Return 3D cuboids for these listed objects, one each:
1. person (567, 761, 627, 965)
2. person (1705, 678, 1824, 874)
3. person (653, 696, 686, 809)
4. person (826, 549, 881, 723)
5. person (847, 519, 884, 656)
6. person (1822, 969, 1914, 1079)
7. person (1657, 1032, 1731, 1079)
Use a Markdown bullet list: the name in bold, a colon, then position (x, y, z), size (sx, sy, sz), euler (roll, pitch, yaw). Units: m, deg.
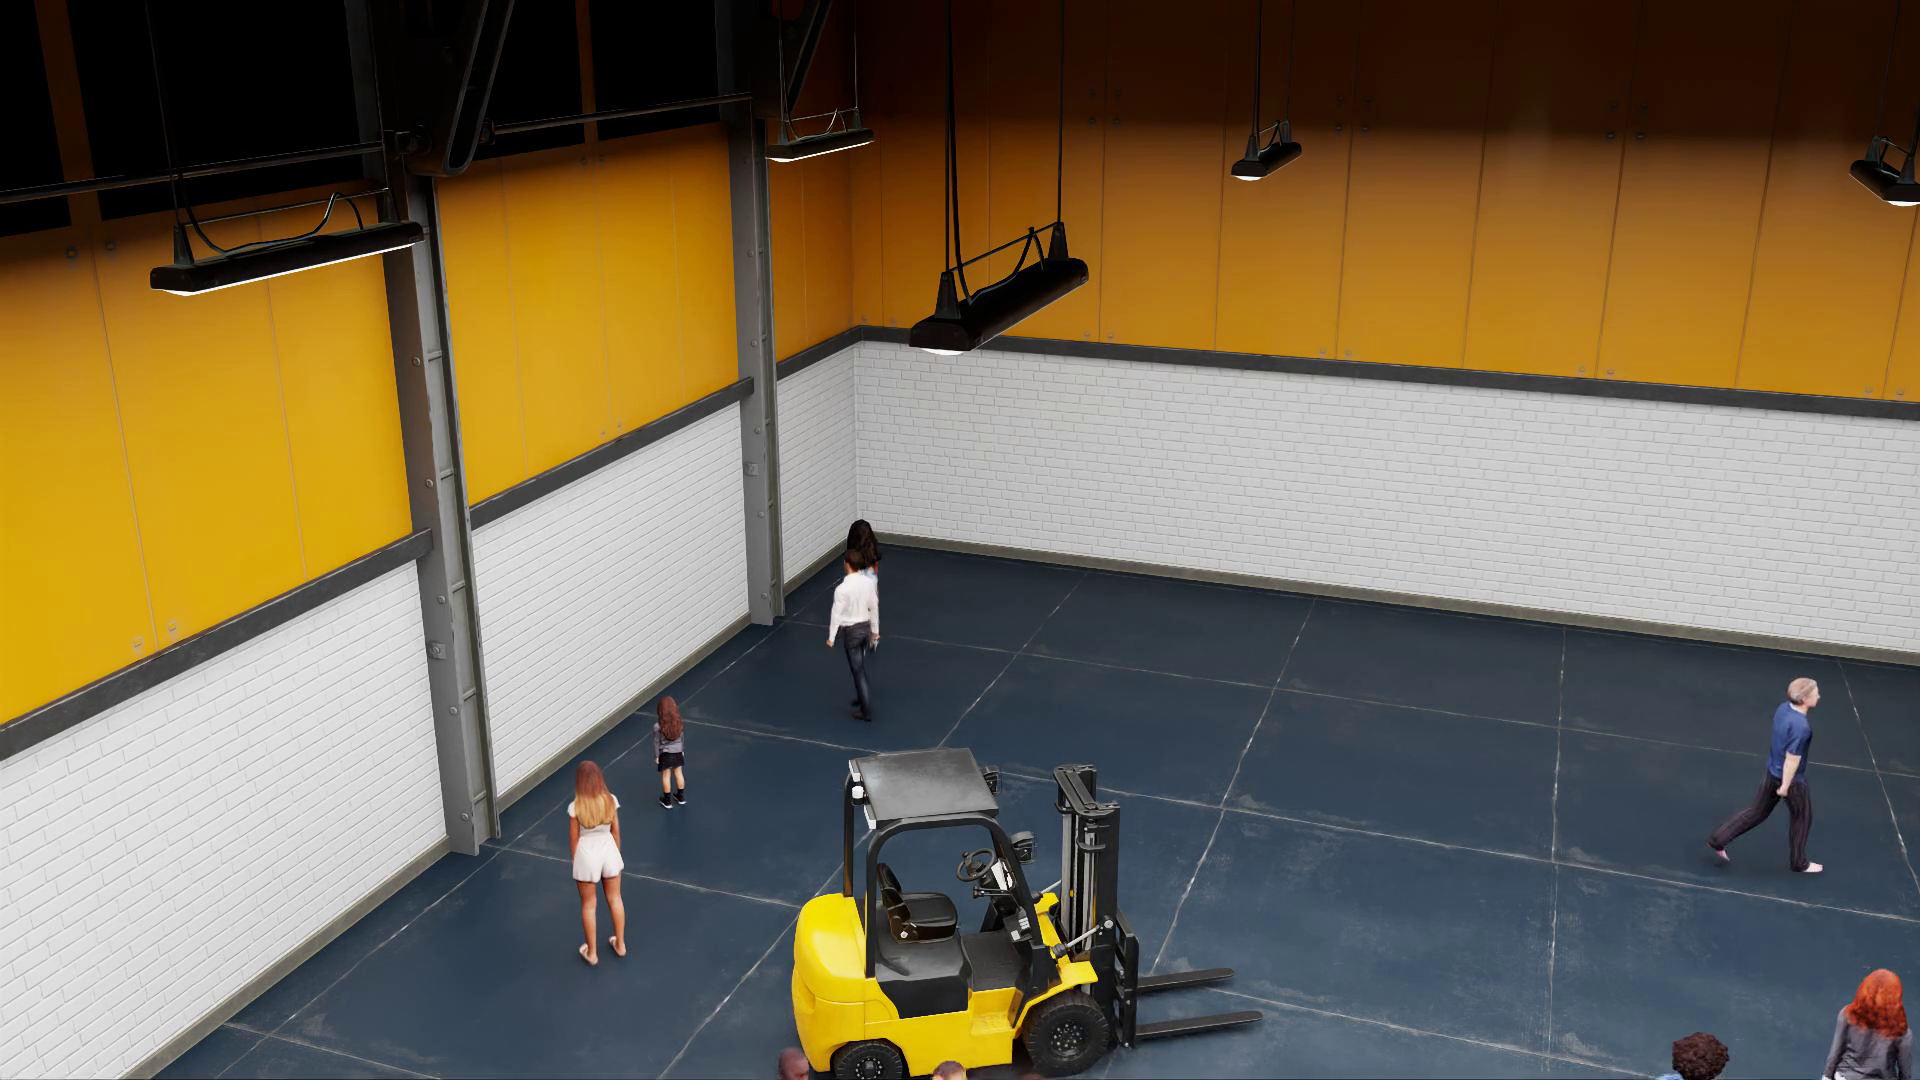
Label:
- **person**: position (-2.884, 2.544, 13.208), size (0.666, 1.692, 0.731), euler (-9, 21, -26)
- **person**: position (7.062, 2.058, 14.446), size (0.989, 1.824, 1.223), euler (0, 19, 1)
- **person**: position (-2.751, 1.994, 15.758), size (0.499, 1.107, 0.590), euler (-15, 23, -37)
- **person**: position (-1.018, 1.025, 17.464), size (0.857, 1.854, 0.759), euler (16, 24, 38)
- **person**: position (-1.110, 0.541, 19.260), size (0.650, 1.627, 0.724), euler (-12, 22, -31)
- **person**: position (5.555, 3.511, 10.293), size (0.911, 1.720, 1.248), euler (16, 24, 39)
- **person**: position (4.123, 3.709, 9.632), size (1.252, 1.768, 1.139), euler (-10, 21, -28)
